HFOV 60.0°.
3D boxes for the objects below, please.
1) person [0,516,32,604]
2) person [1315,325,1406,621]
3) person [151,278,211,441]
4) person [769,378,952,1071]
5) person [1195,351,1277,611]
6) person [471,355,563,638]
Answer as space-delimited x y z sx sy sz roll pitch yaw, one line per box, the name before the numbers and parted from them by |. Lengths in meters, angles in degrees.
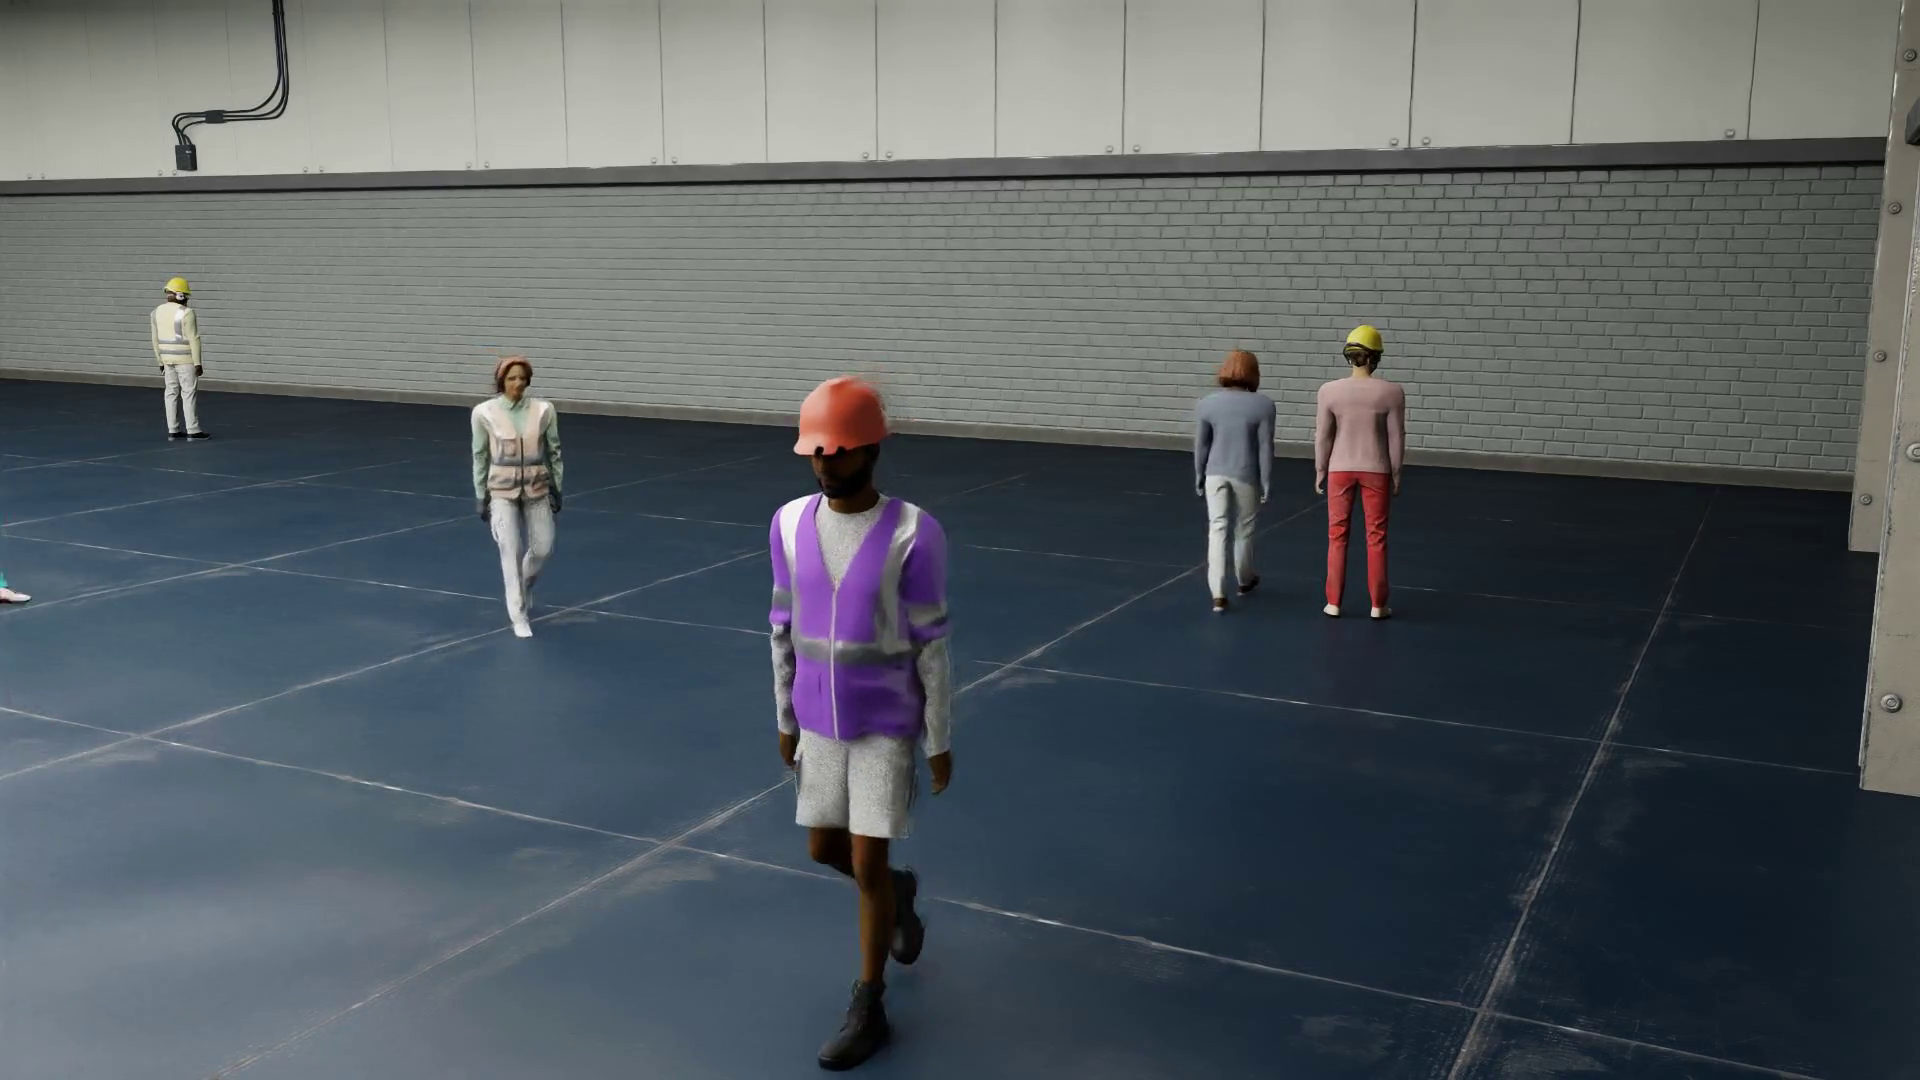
person | -6.070 -0.409 10.102 0.702 1.743 0.546 0 10 0
person | 2.388 -0.396 9.964 0.524 1.764 0.329 3 11 18
person | -8.723 -2.013 18.624 0.600 1.818 0.403 4 11 19
person | -0.249 0.475 4.800 0.552 1.917 0.751 4 11 23
person | 1.707 -0.375 10.326 0.520 1.581 0.831 4 11 21
person | -2.579 -0.271 9.671 0.523 1.627 0.550 -6 12 -29
